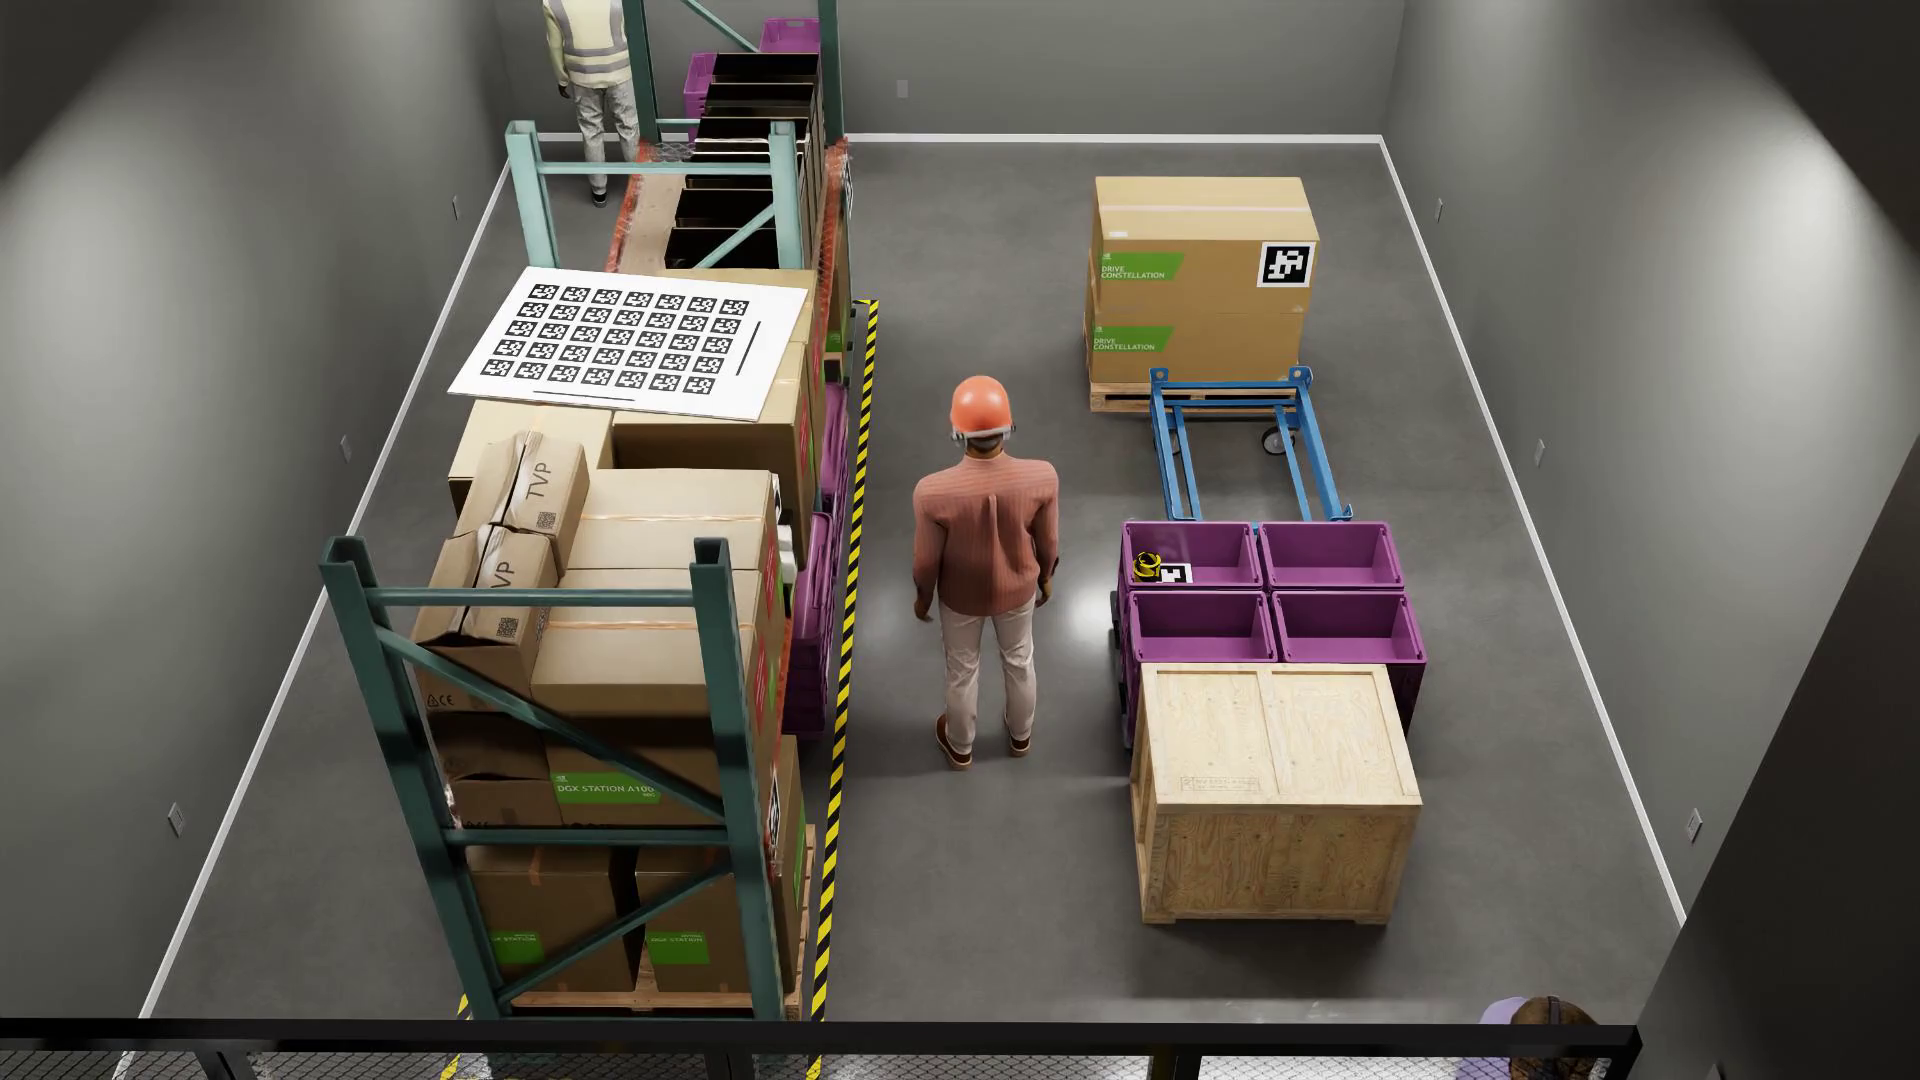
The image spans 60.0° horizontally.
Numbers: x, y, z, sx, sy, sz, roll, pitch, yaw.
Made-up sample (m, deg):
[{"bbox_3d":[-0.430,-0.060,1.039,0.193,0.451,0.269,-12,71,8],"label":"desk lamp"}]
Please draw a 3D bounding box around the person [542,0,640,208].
[{"bbox_3d":[-2.289,-2.996,10.609,0.600,1.831,0.404,-5,41,-5],"label":"person"}]

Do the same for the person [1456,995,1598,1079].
[{"bbox_3d":[1.538,1.940,4.900,0.357,1.939,0.638,11,42,12],"label":"person"}]

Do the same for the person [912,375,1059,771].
[{"bbox_3d":[0.100,0.169,6.879,0.611,1.994,0.385,-9,42,-10],"label":"person"}]
